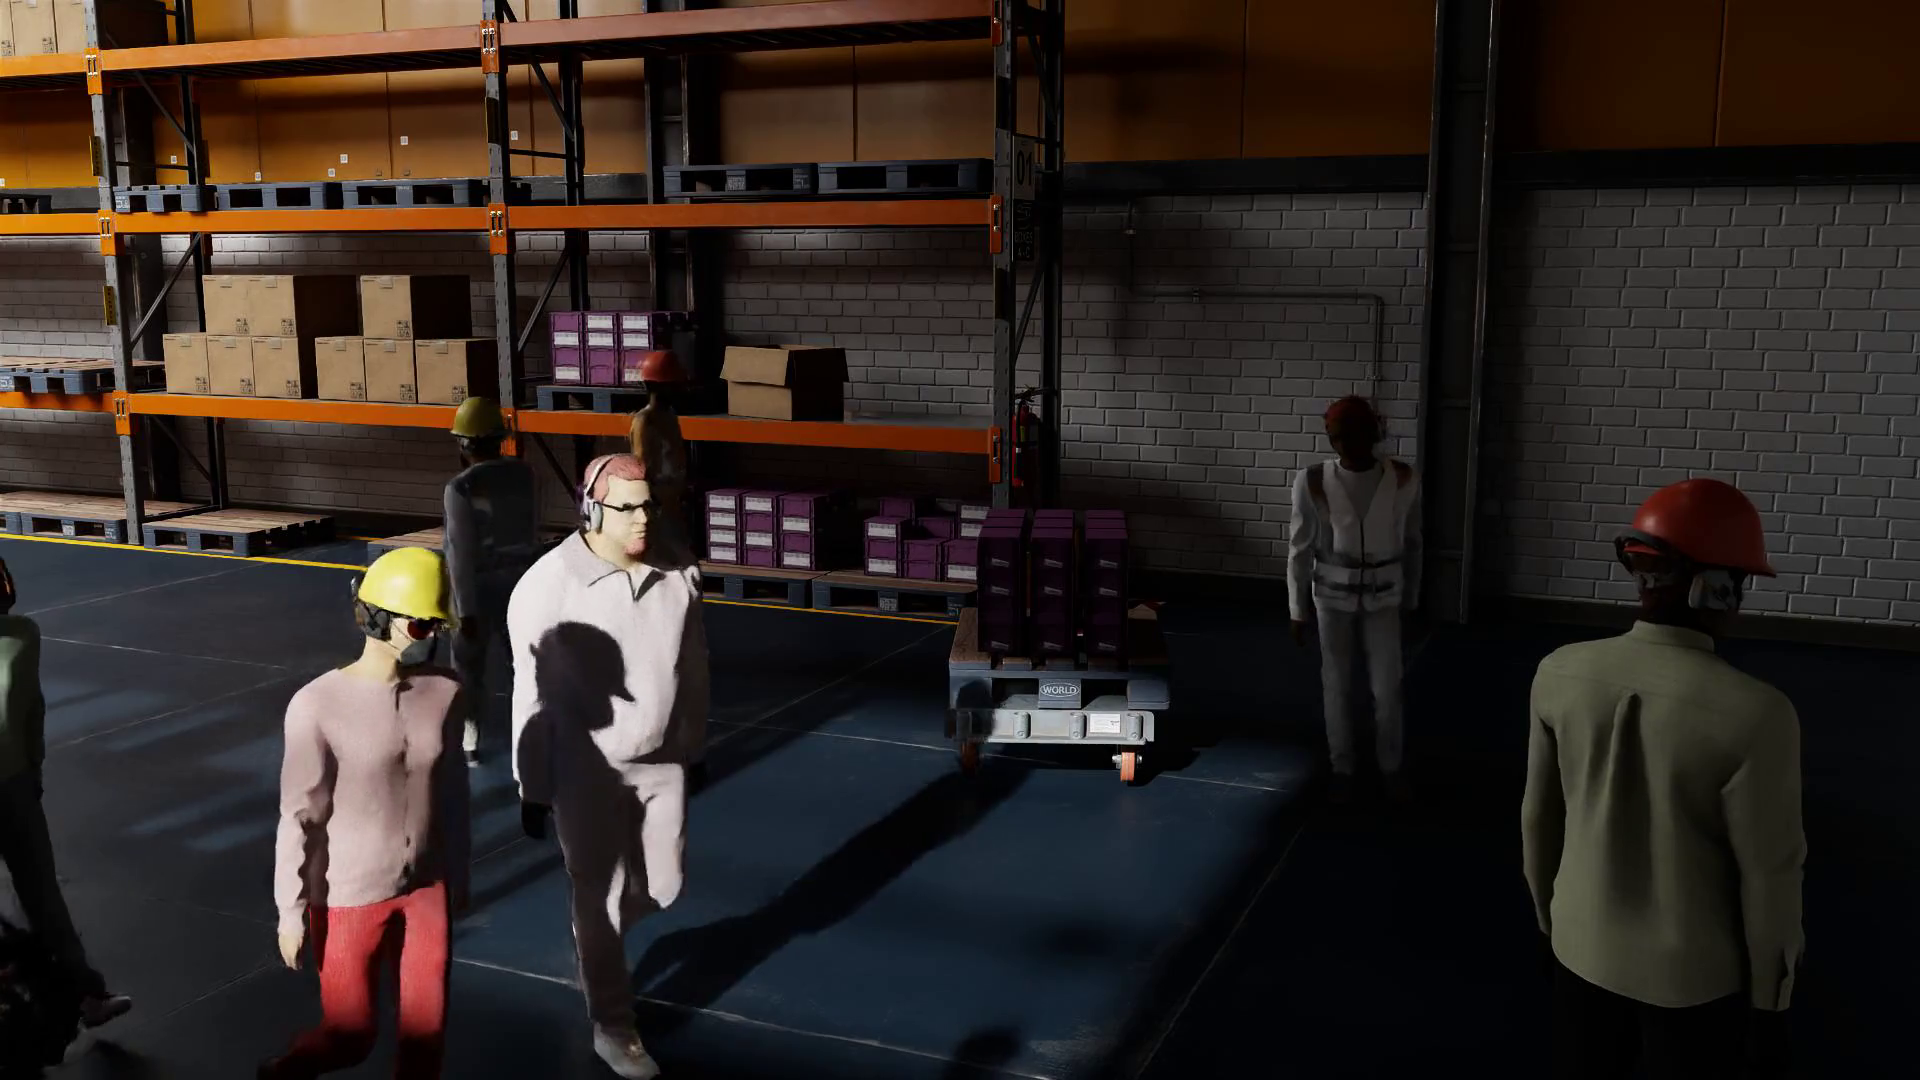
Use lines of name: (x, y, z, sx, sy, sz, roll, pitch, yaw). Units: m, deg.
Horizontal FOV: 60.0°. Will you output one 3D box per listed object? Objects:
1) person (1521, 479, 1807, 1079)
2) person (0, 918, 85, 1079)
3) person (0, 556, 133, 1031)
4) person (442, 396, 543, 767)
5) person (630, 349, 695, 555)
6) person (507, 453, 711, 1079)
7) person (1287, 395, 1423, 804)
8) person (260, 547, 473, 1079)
person: (1.456, 0.864, 3.458, 0.391, 1.987, 0.608, -6, 11, -32)
person: (-1.165, 1.268, 2.042, 0.544, 1.642, 0.872, 3, 10, 16)
person: (-2.982, 0.781, 5.118, 0.865, 1.588, 0.520, 6, 11, 31)
person: (-2.158, 0.225, 7.844, 0.820, 1.811, 0.594, 6, 11, 33)
person: (-1.809, -0.170, 9.851, 0.551, 1.917, 0.558, 1, 10, 7)
person: (-1.082, 0.652, 5.074, 0.660, 1.884, 0.606, -9, 13, -42)
person: (1.740, 0.275, 7.374, 0.598, 1.855, 0.481, 1, 10, 6)
person: (-1.507, 0.868, 4.212, 0.636, 1.725, 0.576, 7, 12, 36)
